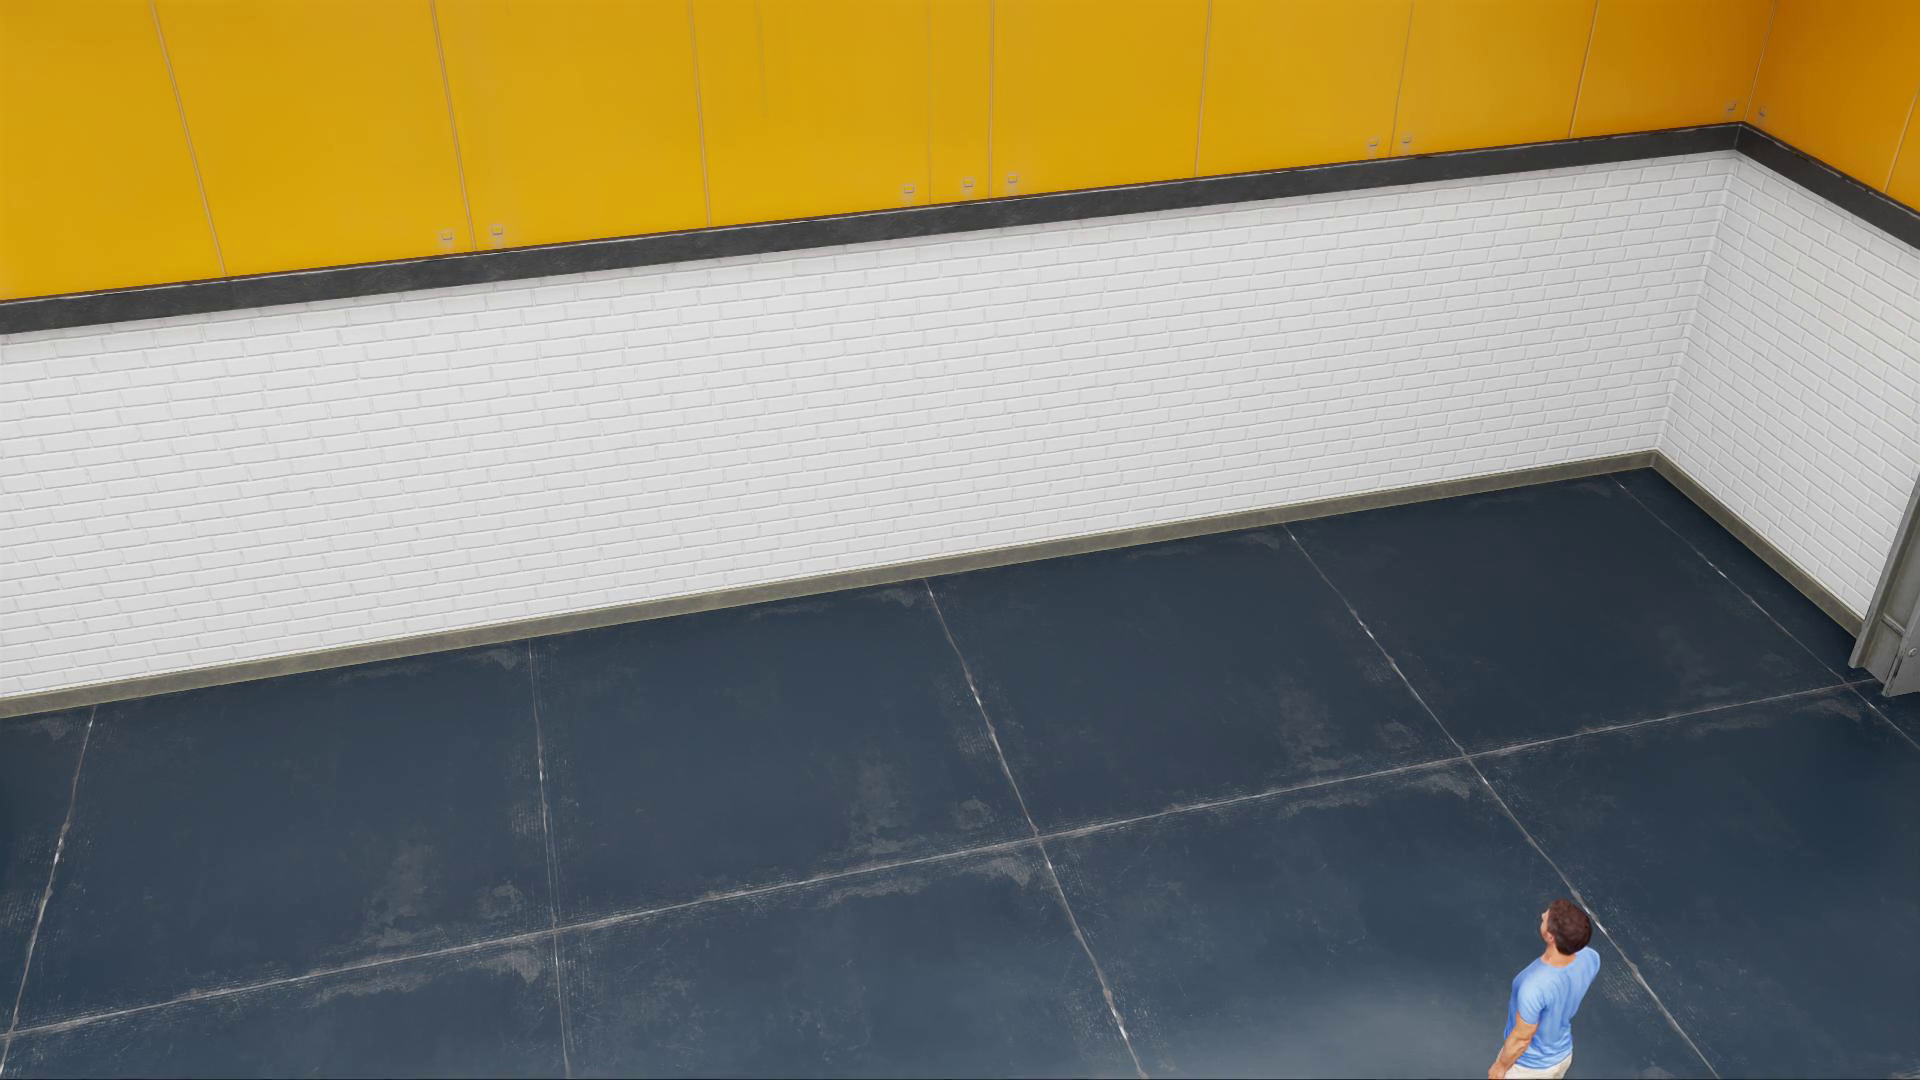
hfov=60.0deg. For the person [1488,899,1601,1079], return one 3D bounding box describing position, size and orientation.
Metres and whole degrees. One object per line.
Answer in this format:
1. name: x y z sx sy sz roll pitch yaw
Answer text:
1. person: 2.751 2.442 7.955 0.711 1.864 0.675 -21 39 -28
